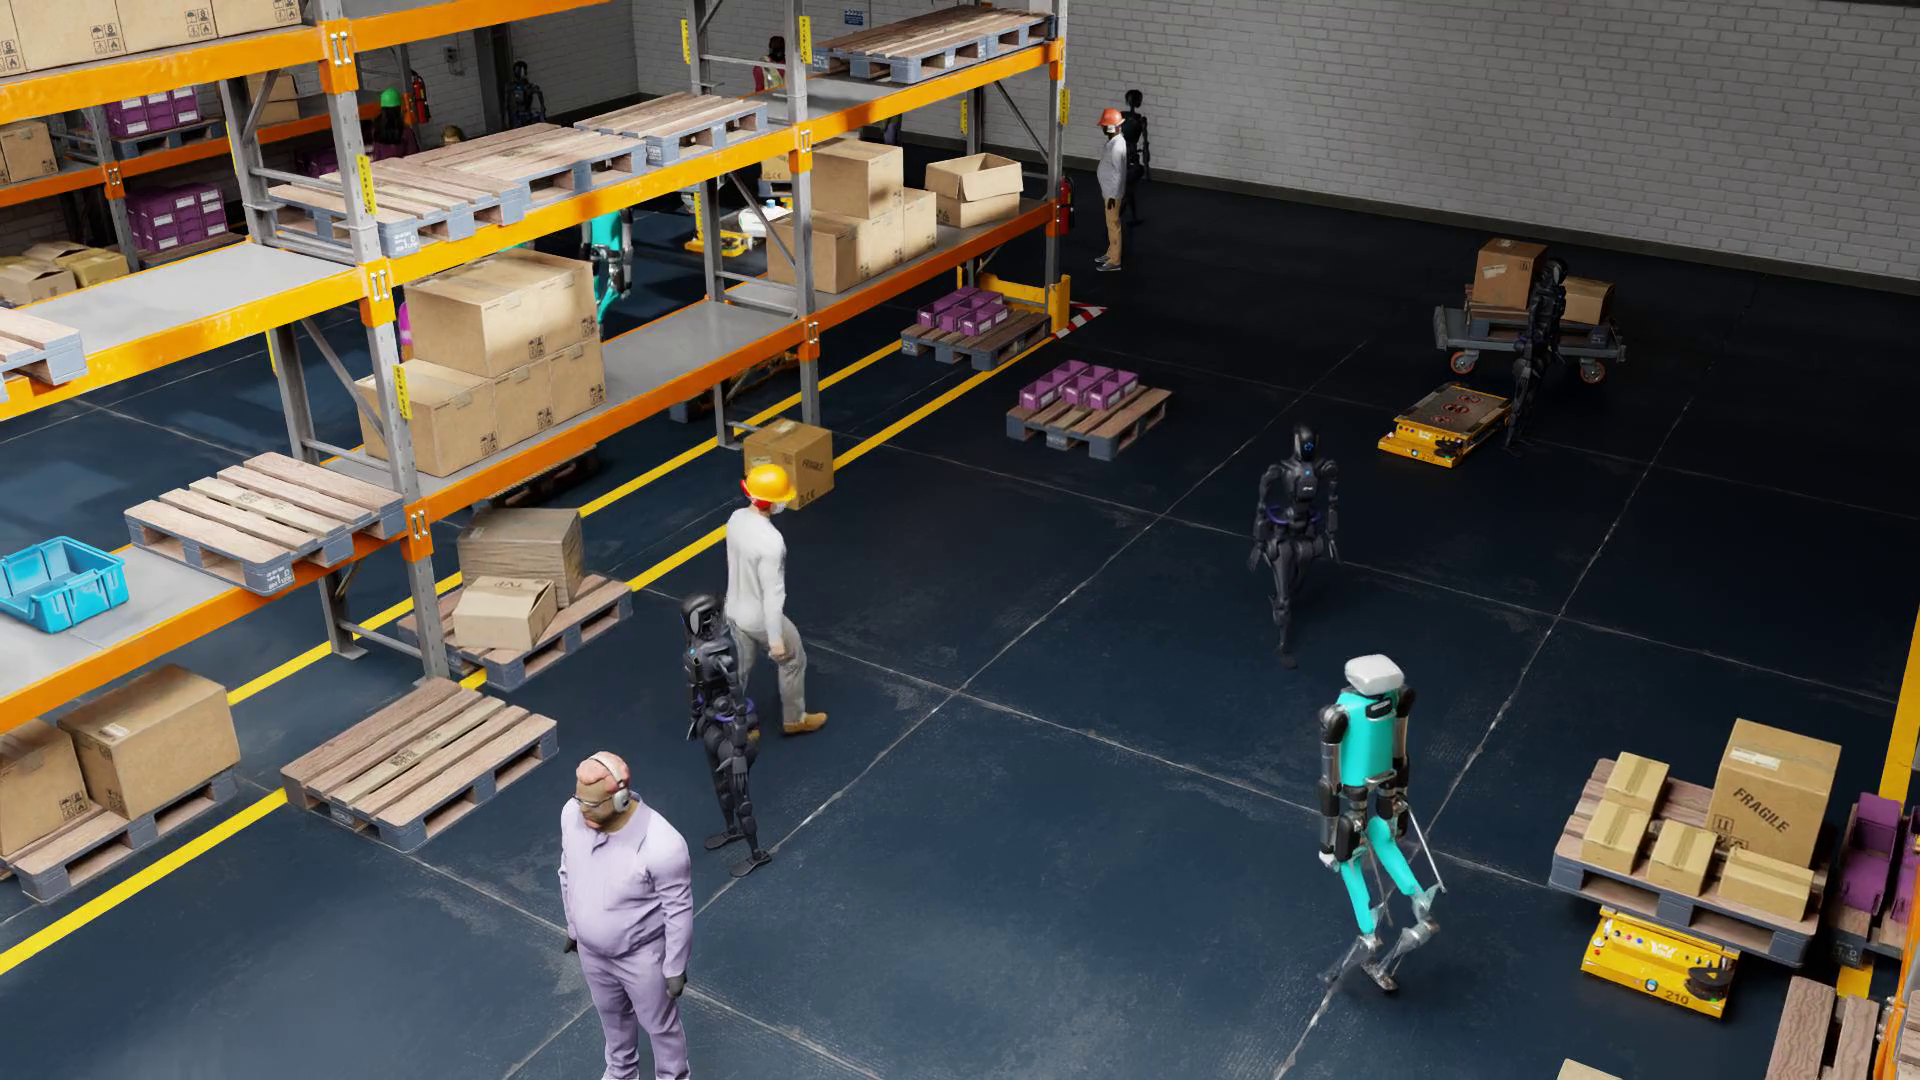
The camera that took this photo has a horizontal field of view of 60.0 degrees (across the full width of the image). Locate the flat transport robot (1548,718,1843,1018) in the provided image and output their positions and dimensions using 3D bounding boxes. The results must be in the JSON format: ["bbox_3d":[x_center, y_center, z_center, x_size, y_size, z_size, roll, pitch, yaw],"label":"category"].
[{"bbox_3d":[3.710,1.855,8.544,0.659,0.231,1.431,16,31,28],"label":"flat transport robot"}]

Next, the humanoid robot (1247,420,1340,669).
[{"bbox_3d":[2.150,-0.049,10.802,0.612,1.645,0.771,-5,27,-10],"label":"humanoid robot"}]

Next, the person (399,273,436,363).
[{"bbox_3d":[-4.147,-1.329,13.113,0.360,1.820,0.586,7,28,14],"label":"person"}]

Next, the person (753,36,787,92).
[{"bbox_3d":[-2.318,-5.557,21.425,0.627,1.835,0.430,-16,31,-28],"label":"person"}]

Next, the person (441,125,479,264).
[{"bbox_3d":[-5.038,-3.275,16.873,0.637,1.889,1.039,0,27,0],"label":"person"}]

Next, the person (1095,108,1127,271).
[{"bbox_3d":[1.630,-3.808,18.061,0.338,1.747,0.572,1,27,3],"label":"person"}]

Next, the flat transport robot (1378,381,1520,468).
[{"bbox_3d":[4.180,-0.992,14.152,0.659,0.231,1.431,20,33,34],"label":"flat transport robot"}]

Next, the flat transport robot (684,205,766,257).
[{"bbox_3d":[-2.508,-3.582,19.255,0.659,0.231,1.431,13,30,24],"label":"flat transport robot"}]

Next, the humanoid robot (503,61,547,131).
[{"bbox_3d":[-5.415,-5.198,20.889,0.608,1.639,0.461,6,27,11],"label":"humanoid robot"}]

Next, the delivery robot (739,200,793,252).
[{"bbox_3d":[-2.100,-3.553,18.904,0.785,0.614,0.499,4,27,8],"label":"delivery robot"}]

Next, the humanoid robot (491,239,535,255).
[{"bbox_3d":[-4.084,-2.163,14.849,0.531,1.804,0.637,18,32,31],"label":"humanoid robot"}]

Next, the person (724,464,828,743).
[{"bbox_3d":[-1.095,0.392,9.677,0.816,1.848,0.662,-21,34,-36],"label":"person"}]

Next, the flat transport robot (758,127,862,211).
[{"bbox_3d":[-1.821,-4.294,20.660,0.659,0.231,1.431,1,27,2],"label":"flat transport robot"}]

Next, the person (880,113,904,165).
[{"bbox_3d":[-0.879,-5.338,21.205,0.281,1.632,0.506,10,29,19],"label":"person"}]

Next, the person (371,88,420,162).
[{"bbox_3d":[-6.117,-3.976,18.231,0.511,1.898,0.984,7,28,13],"label":"person"}]

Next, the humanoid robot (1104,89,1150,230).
[{"bbox_3d":[1.959,-4.421,19.408,0.762,1.639,0.600,-18,32,-31],"label":"humanoid robot"}]

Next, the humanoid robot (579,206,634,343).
[{"bbox_3d":[-3.303,-2.319,15.156,0.530,1.739,0.961,9,28,16],"label":"humanoid robot"}]

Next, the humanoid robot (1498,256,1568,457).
[{"bbox_3d":[4.733,-1.518,13.617,0.315,1.657,0.599,24,35,39],"label":"humanoid robot"}]

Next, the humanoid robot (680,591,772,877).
[{"bbox_3d":[-1.243,0.991,8.688,0.331,1.648,0.610,-18,32,-31],"label":"humanoid robot"}]

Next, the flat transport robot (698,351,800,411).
[{"bbox_3d":[-2.154,-1.539,15.230,0.659,0.231,1.431,16,31,29],"label":"flat transport robot"}]

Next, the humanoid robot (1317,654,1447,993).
[{"bbox_3d":[2.002,1.452,7.737,0.530,1.796,0.761,-16,31,-28],"label":"humanoid robot"}]

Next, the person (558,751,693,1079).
[{"bbox_3d":[-1.424,1.712,7.017,0.653,1.904,0.411,15,30,27],"label":"person"}]
